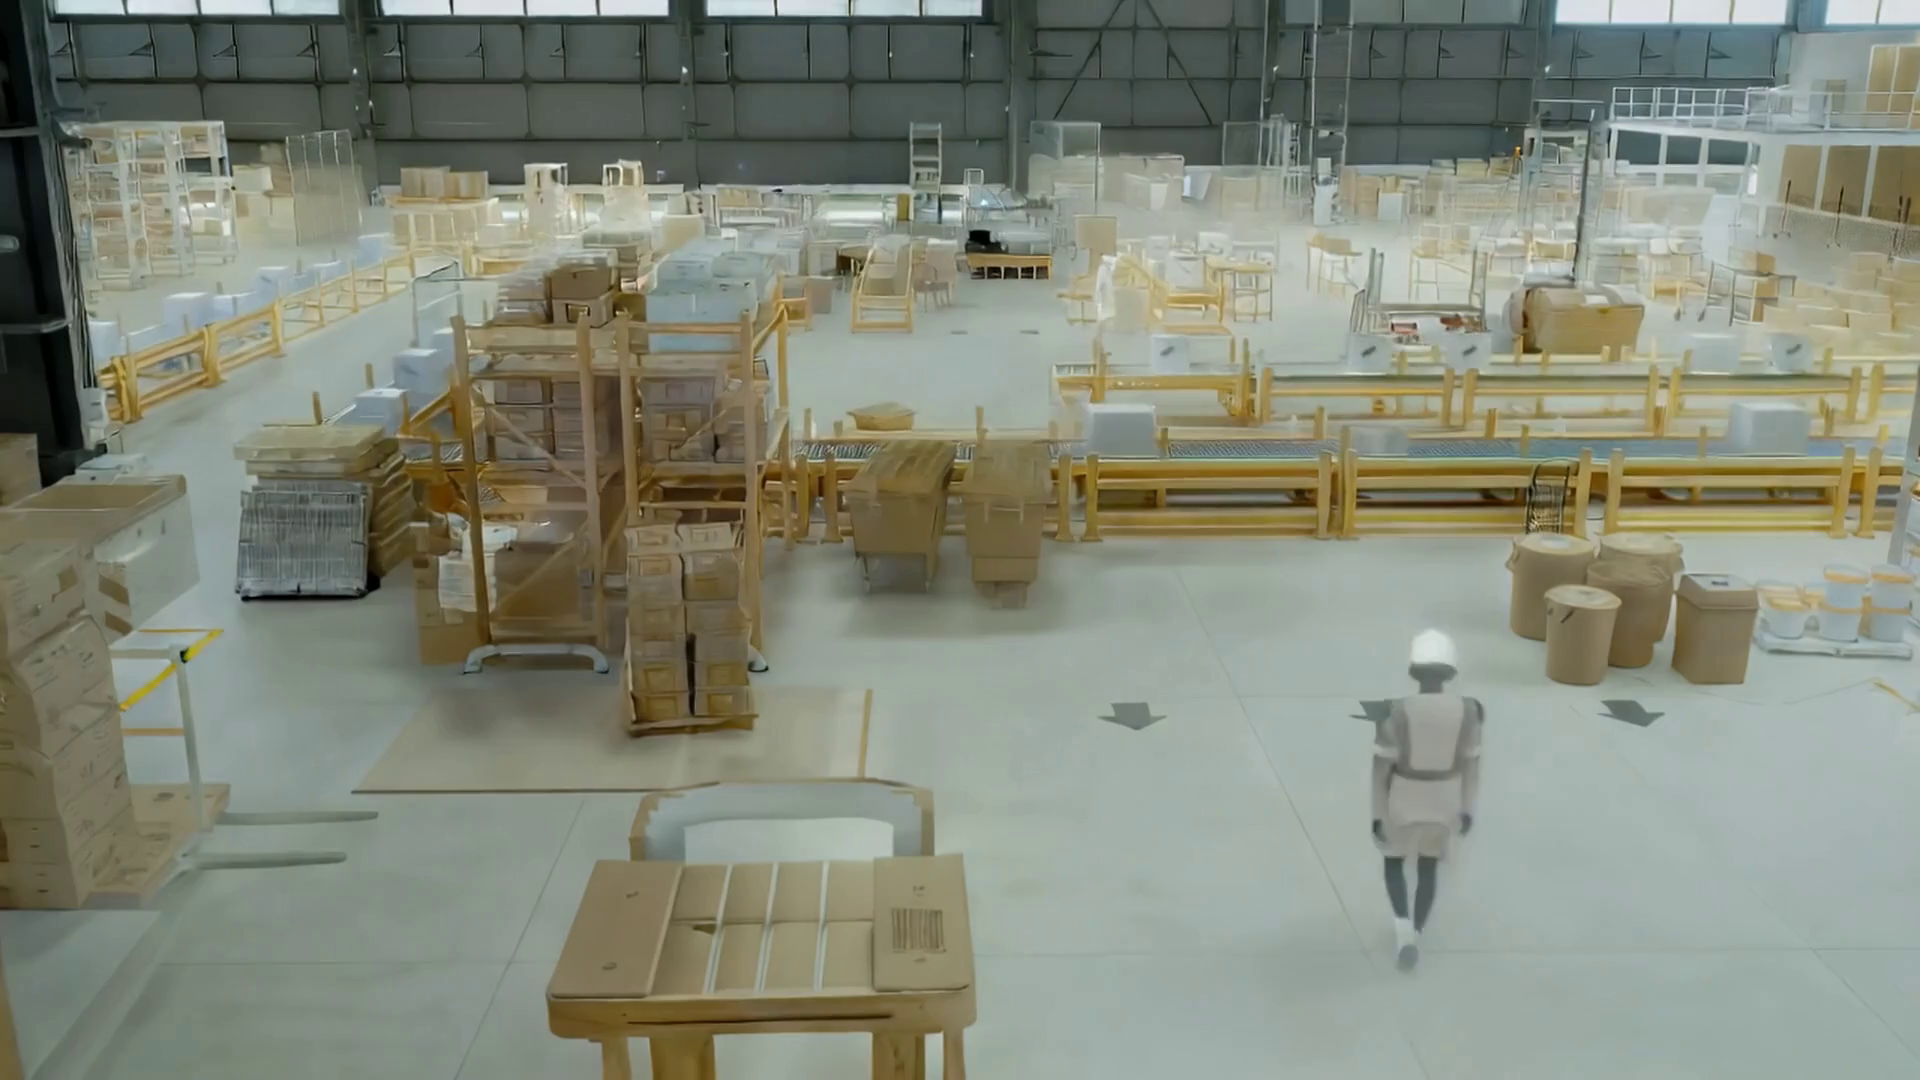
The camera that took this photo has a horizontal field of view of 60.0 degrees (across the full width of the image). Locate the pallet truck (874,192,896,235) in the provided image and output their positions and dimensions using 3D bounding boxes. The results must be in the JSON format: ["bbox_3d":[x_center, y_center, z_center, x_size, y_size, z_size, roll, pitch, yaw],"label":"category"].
[{"bbox_3d":[-2.277,-9.986,50.594,0.653,1.274,1.630,0,16,-1],"label":"pallet truck"}]

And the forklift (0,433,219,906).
[{"bbox_3d":[-5.952,0.780,10.366,1.873,2.768,1.129,0,16,-1],"label":"forklift"}]

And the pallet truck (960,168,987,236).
[{"bbox_3d":[0.383,-10.230,50.206,0.823,1.965,1.885,-1,16,-3],"label":"pallet truck"}]

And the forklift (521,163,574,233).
[{"bbox_3d":[-12.233,-10.122,49.298,1.157,1.987,2.680,0,16,-1],"label":"forklift"}]

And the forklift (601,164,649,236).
[{"bbox_3d":[-9.948,-10.127,49.296,1.157,1.987,2.680,-1,16,-3],"label":"forklift"}]

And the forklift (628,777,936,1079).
[{"bbox_3d":[-0.542,2.165,5.552,1.129,2.768,1.873,-1,16,-2],"label":"forklift"}]

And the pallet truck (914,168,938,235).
[{"bbox_3d":[-0.989,-10.316,50.507,0.823,1.965,1.885,1,16,3],"label":"pallet truck"}]

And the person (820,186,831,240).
[{"bbox_3d":[-3.695,-8.869,45.890,0.328,1.767,0.532,-6,17,-21],"label":"person"}]

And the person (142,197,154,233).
[{"bbox_3d":[-21.844,-8.510,44.531,0.711,1.828,0.584,5,17,17],"label":"person"}]

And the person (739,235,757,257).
[{"bbox_3d":[-4.102,-4.914,31.934,0.533,1.885,0.667,-15,22,-41],"label":"person"}]

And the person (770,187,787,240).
[{"bbox_3d":[-4.701,-7.951,42.280,0.956,1.999,0.623,-3,16,-11],"label":"person"}]

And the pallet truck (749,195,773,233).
[{"bbox_3d":[-6.051,-9.967,50.660,0.680,1.201,1.601,0,16,-1],"label":"pallet truck"}]

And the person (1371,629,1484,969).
[{"bbox_3d":[2.621,1.499,9.389,0.614,2.026,0.602,1,16,3],"label":"person"}]

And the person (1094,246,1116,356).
[{"bbox_3d":[2.564,-4.252,29.544,0.376,1.932,0.543,1,16,4],"label":"person"}]

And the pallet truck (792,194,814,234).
[{"bbox_3d":[-4.814,-9.883,50.259,0.704,1.261,1.522,-1,16,-3],"label":"pallet truck"}]
